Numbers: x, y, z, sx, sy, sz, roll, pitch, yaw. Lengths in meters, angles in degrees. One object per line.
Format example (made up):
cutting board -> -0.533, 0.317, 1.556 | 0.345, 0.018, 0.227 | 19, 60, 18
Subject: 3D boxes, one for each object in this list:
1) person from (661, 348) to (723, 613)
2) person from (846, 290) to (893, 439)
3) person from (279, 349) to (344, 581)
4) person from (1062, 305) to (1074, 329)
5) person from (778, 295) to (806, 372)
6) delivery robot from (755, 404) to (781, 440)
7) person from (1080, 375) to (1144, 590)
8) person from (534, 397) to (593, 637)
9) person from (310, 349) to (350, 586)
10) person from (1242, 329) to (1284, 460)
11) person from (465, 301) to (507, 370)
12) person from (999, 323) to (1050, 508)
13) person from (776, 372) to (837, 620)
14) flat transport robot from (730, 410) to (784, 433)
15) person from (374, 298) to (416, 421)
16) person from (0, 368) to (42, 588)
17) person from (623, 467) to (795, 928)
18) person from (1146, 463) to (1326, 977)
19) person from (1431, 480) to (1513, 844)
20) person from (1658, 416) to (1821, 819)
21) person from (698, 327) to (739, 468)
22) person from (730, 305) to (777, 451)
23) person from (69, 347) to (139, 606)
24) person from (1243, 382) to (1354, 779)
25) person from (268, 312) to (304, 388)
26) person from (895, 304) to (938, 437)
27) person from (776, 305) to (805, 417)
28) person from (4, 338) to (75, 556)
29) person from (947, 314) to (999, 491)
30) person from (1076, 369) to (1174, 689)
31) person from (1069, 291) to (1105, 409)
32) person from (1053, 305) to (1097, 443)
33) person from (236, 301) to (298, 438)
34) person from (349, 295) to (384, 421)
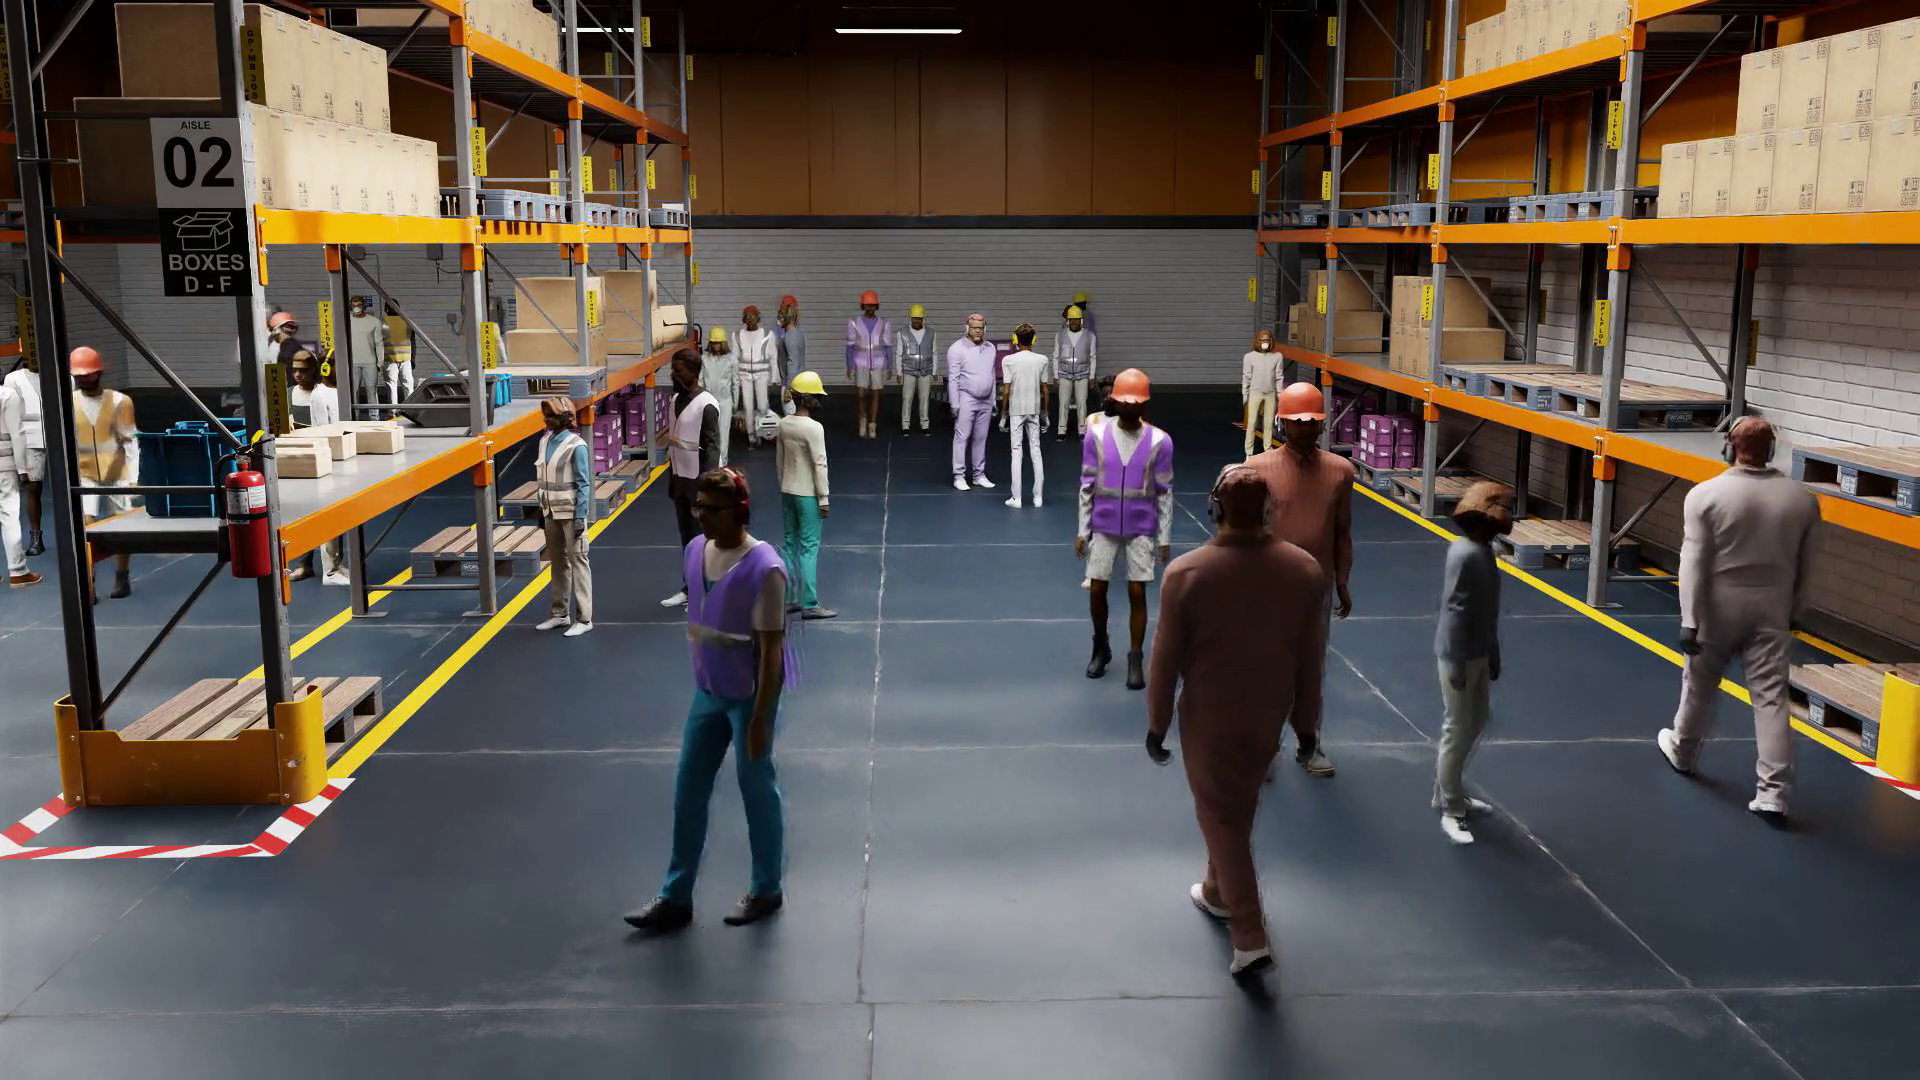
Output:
person -> -1.935, -0.433, 12.101 | 0.392, 1.919, 0.592 | -8, 13, -38
person -> -1.213, -2.366, 22.549 | 0.634, 2.029, 0.524 | -2, 10, -10
person -> -5.117, -0.585, 13.154 | 0.517, 1.842, 0.327 | 0, 10, 1
person -> 1.812, -3.104, 27.776 | 0.285, 1.631, 0.501 | 2, 10, 11
person -> -2.425, -2.663, 24.548 | 0.438, 1.903, 0.589 | 4, 11, 19
delivery robot -> -2.527, -1.529, 21.741 | 0.477, 0.478, 0.707 | -2, 10, -12
person -> 1.239, -0.475, 13.061 | 0.538, 1.666, 0.828 | 6, 12, 32
person -> -2.709, -0.164, 11.377 | 0.515, 1.641, 0.309 | 9, 13, 40
person -> -4.904, -0.578, 13.061 | 0.328, 1.865, 0.521 | -2, 10, -11
person -> 3.674, -1.744, 20.223 | 0.504, 1.627, 0.279 | -1, 10, -8
person -> -6.876, -2.571, 24.153 | 0.606, 1.871, 1.009 | 6, 12, 31
person -> 0.651, -1.259, 16.840 | 0.532, 1.868, 0.310 | -3, 11, -14
person -> -1.100, -0.319, 11.896 | 0.322, 1.765, 0.533 | -8, 13, -39
flat transport robot -> -3.003, -1.715, 23.829 | 0.652, 0.197, 1.431 | -4, 11, -21
person -> -8.442, -2.684, 24.855 | 0.624, 1.844, 0.430 | -8, 13, -38
person -> -7.502, -0.555, 12.884 | 0.574, 1.881, 0.357 | 0, 10, 1
person -> -0.961, 0.637, 6.382 | 0.600, 1.822, 0.717 | 10, 14, 43
person -> 1.036, 0.649, 6.219 | 0.653, 1.871, 0.959 | -3, 11, -15
person -> 2.294, 0.539, 7.540 | 0.333, 1.619, 0.586 | 7, 12, 35
person -> 3.741, 0.344, 7.963 | 0.669, 1.855, 1.064 | 1, 10, 4
person -> -2.785, -1.611, 19.238 | 0.484, 1.713, 0.789 | 1, 10, 4
person -> -2.661, -2.074, 21.381 | 0.606, 1.867, 0.417 | 0, 10, 2
person -> -6.363, -0.463, 12.299 | 0.558, 1.902, 0.798 | -3, 11, -17
person -> 1.674, 0.207, 8.324 | 0.617, 1.994, 0.381 | -2, 10, -11
person -> -6.920, -1.401, 17.398 | 0.594, 1.947, 0.639 | -1, 10, -3
person -> -0.590, -2.327, 22.897 | 0.599, 1.827, 0.403 | -2, 10, -13
person -> -2.014, -1.825, 19.796 | 0.358, 1.938, 0.636 | 0, 10, 0
person -> -7.859, -0.834, 14.278 | 0.552, 1.936, 0.358 | -5, 11, -25
person -> 0.167, -1.492, 18.043 | 0.643, 1.905, 0.399 | -8, 13, -38
person -> 0.994, -0.075, 10.067 | 0.578, 1.933, 0.415 | 2, 10, 10
person -> 1.997, -3.022, 26.544 | 0.759, 1.907, 0.598 | 8, 13, 38
person -> 1.529, -2.216, 22.266 | 0.588, 1.834, 0.403 | 1, 10, 7
person -> -7.781, -1.705, 18.844 | 0.692, 2.000, 0.584 | 0, 10, -1
person -> -8.442, -2.482, 23.459 | 0.632, 1.939, 0.368 | -3, 11, -17
